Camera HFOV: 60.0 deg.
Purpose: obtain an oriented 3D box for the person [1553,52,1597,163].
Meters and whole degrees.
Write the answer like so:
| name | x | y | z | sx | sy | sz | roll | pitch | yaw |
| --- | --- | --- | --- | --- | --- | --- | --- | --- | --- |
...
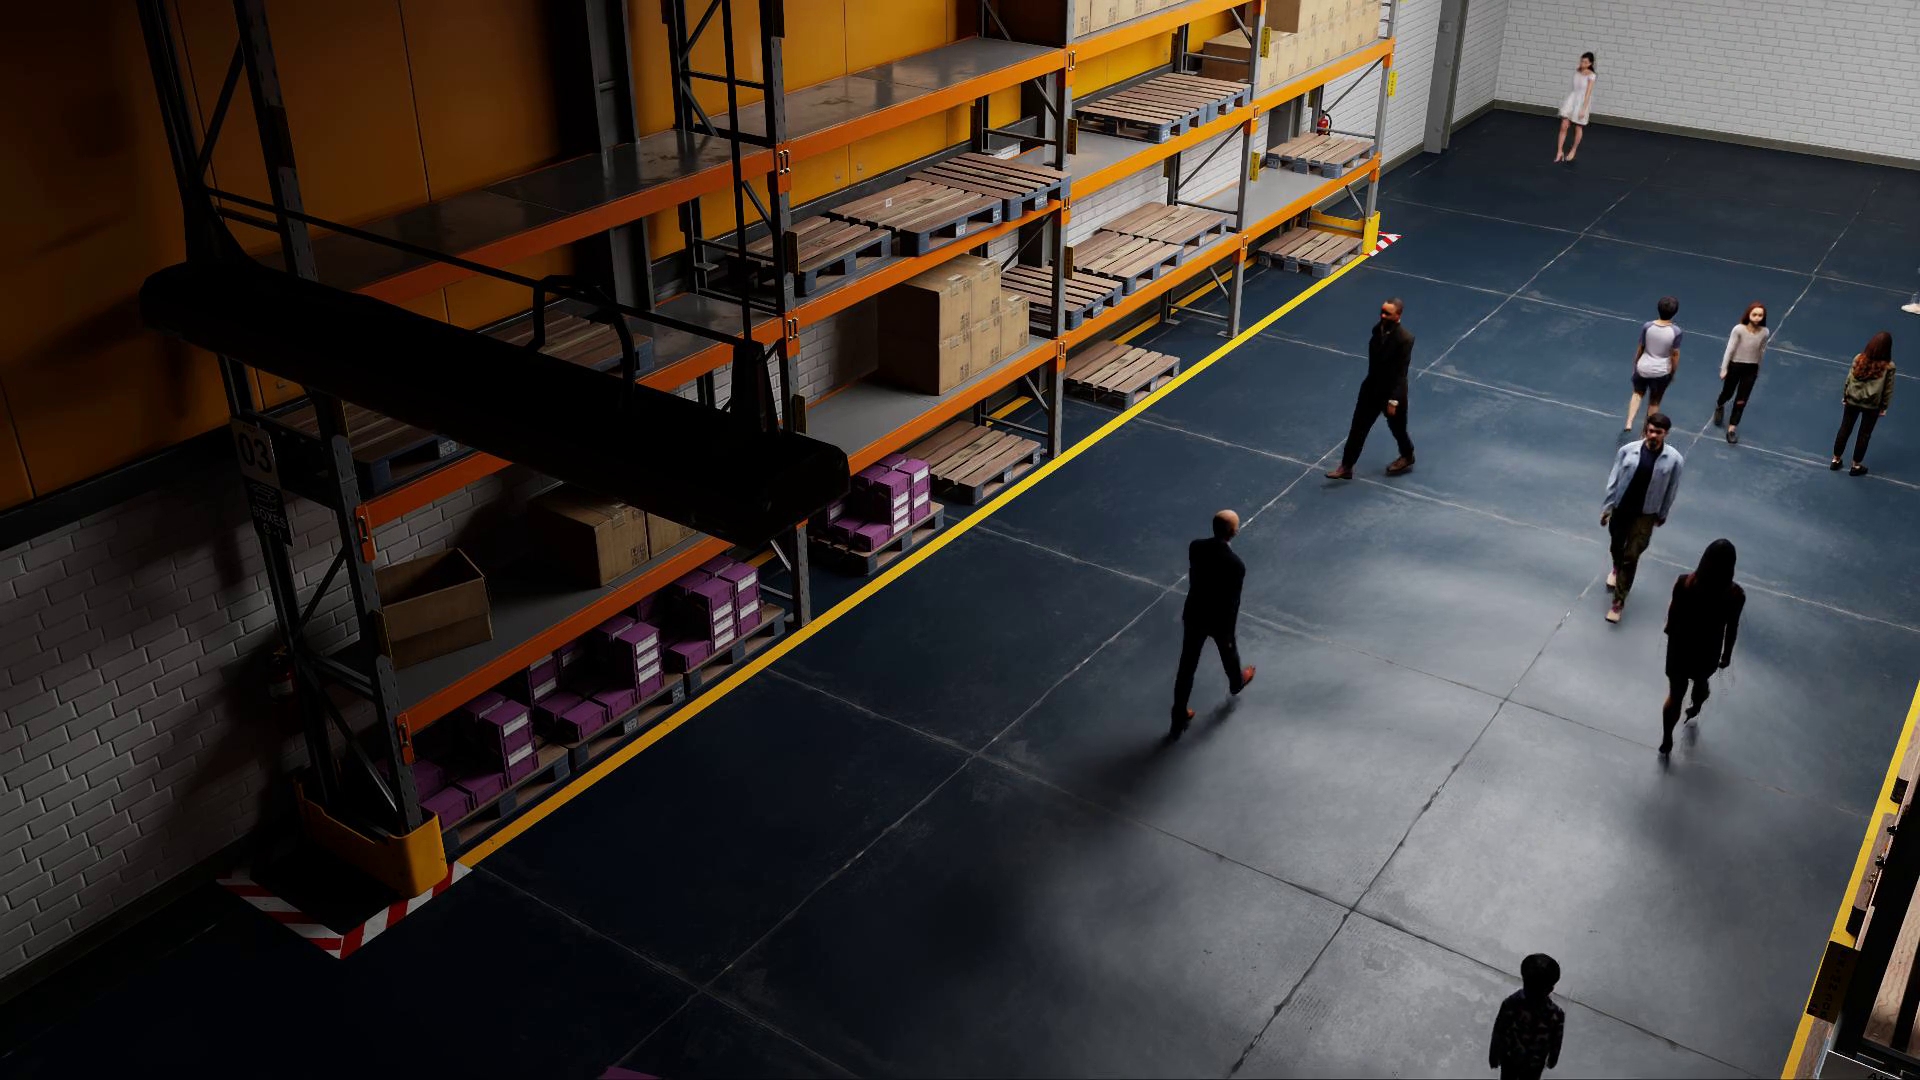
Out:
| name | x | y | z | sx | sy | sz | roll | pitch | yaw |
| --- | --- | --- | --- | --- | --- | --- | --- | --- | --- |
| person | 9.656 | -6.729 | 25.922 | 0.894 | 1.734 | 0.758 | -15 | 32 | -25 |

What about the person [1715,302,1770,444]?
| name | x | y | z | sx | sy | sz | roll | pitch | yaw |
| --- | --- | --- | --- | --- | --- | --- | --- | --- | --- |
| person | 8.025 | -1.774 | 17.121 | 0.815 | 1.462 | 1.032 | 5 | 29 | 10 |

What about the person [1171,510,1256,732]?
| name | x | y | z | sx | sy | sz | roll | pitch | yaw |
| --- | --- | --- | --- | --- | --- | --- | --- | --- | --- |
| person | 1.807 | 0.639 | 12.407 | 0.713 | 1.742 | 1.195 | 21 | 35 | 33 |

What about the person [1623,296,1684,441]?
| name | x | y | z | sx | sy | sz | roll | pitch | yaw |
| --- | --- | --- | --- | --- | --- | --- | --- | --- | --- |
| person | 7.052 | -1.717 | 16.922 | 0.572 | 1.553 | 0.583 | 20 | 34 | 32 |

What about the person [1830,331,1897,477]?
| name | x | y | z | sx | sy | sz | roll | pitch | yaw |
| --- | --- | --- | --- | --- | --- | --- | --- | --- | --- |
| person | 8.882 | -1.354 | 16.339 | 0.562 | 1.475 | 0.625 | -25 | 37 | -38 |

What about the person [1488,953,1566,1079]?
| name | x | y | z | sx | sy | sz | roll | pitch | yaw |
| --- | --- | --- | --- | --- | --- | --- | --- | --- | --- |
| person | 3.087 | 2.742 | 9.086 | 0.604 | 1.229 | 0.800 | 11 | 30 | 19 |

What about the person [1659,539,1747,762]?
| name | x | y | z | sx | sy | sz | roll | pitch | yaw |
| --- | --- | --- | --- | --- | --- | --- | --- | --- | --- |
| person | 5.334 | 0.848 | 12.097 | 0.737 | 1.672 | 1.012 | 12 | 31 | 21 |

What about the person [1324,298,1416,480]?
| name | x | y | z | sx | sy | sz | roll | pitch | yaw |
| --- | --- | --- | --- | --- | --- | --- | --- | --- | --- |
| person | 4.203 | -1.441 | 16.106 | 1.394 | 1.852 | 1.075 | -15 | 32 | -26 |

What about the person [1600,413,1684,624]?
| name | x | y | z | sx | sy | sz | roll | pitch | yaw |
| --- | --- | --- | --- | --- | --- | --- | --- | --- | --- |
| person | 5.698 | -0.266 | 14.035 | 0.740 | 1.772 | 1.198 | 16 | 32 | 26 |
